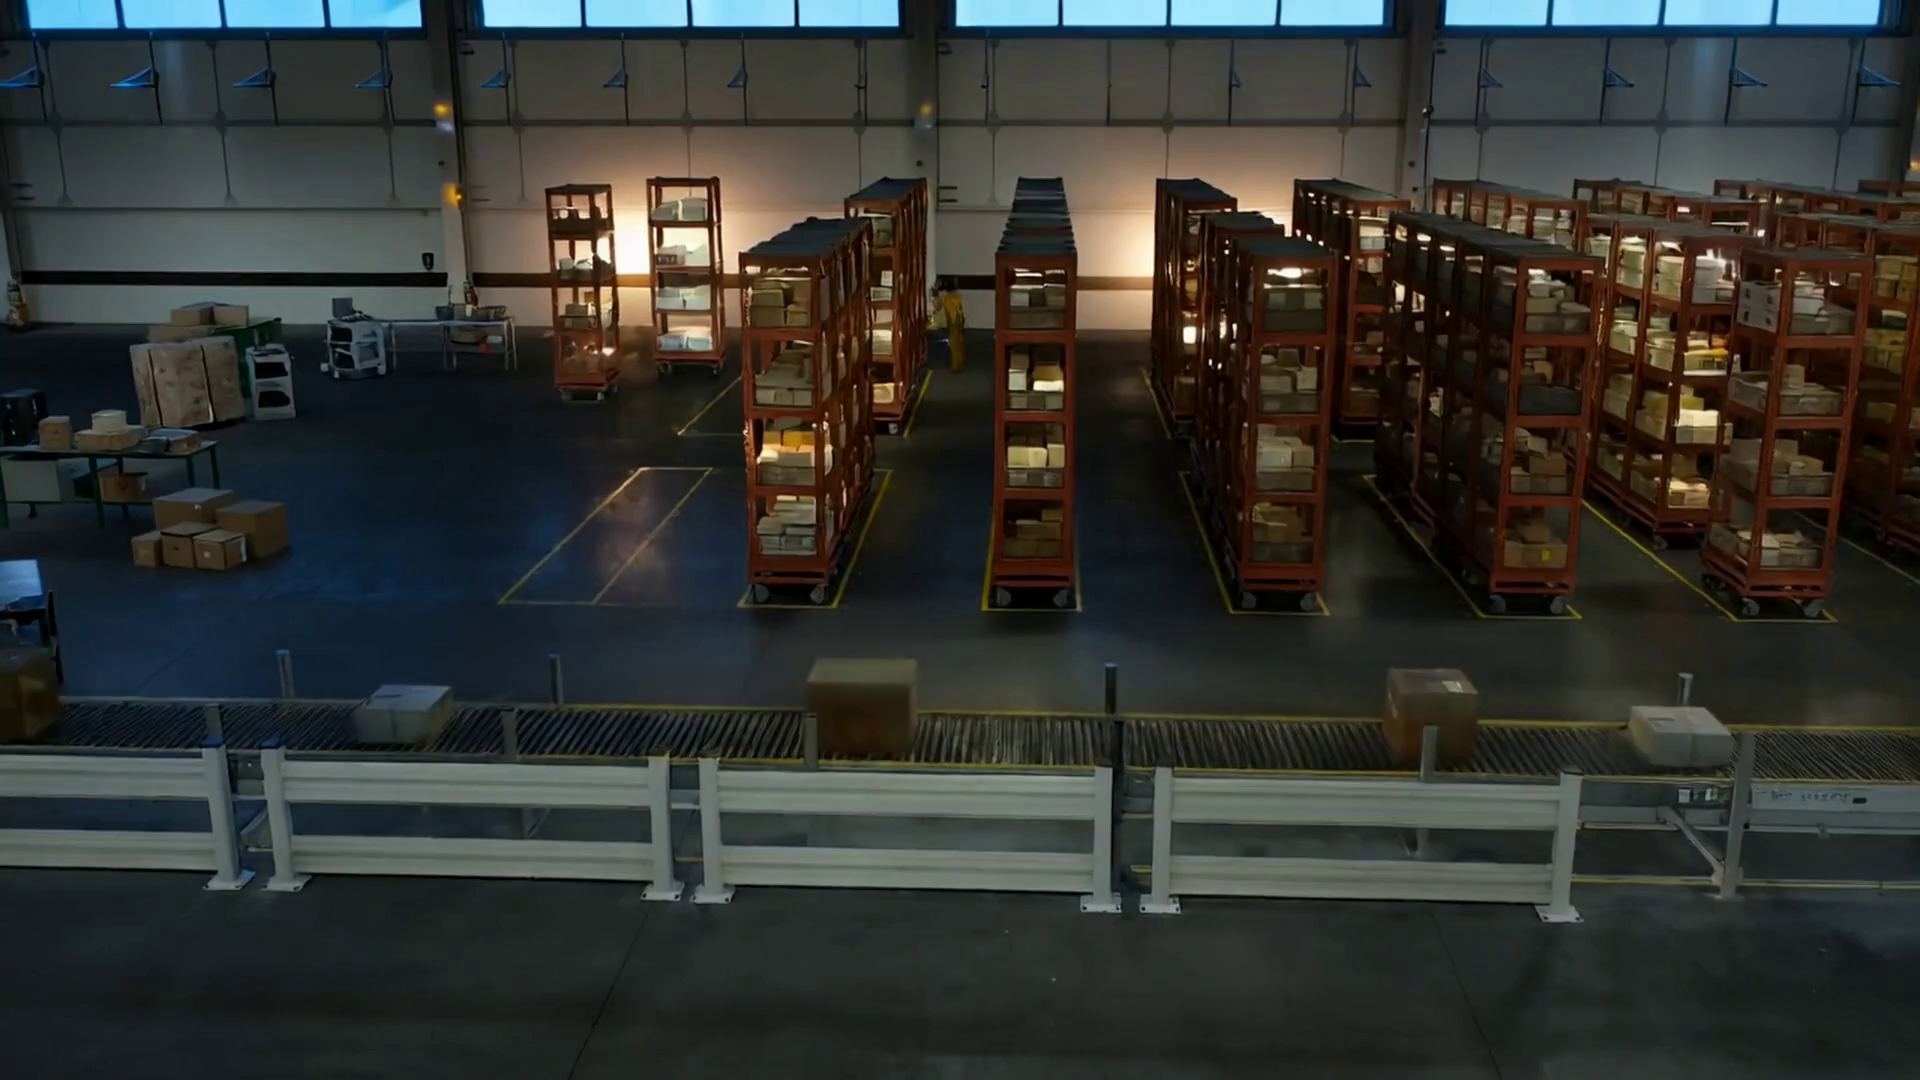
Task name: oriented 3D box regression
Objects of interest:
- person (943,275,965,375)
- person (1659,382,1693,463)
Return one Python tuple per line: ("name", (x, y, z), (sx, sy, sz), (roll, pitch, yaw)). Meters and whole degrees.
("person", (-0.105, -3.989, 30.860), (0.389, 1.838, 0.564), (-2, 15, -6))
("person", (9.666, -1.701, 22.417), (0.649, 1.809, 0.462), (-14, 20, -42))
